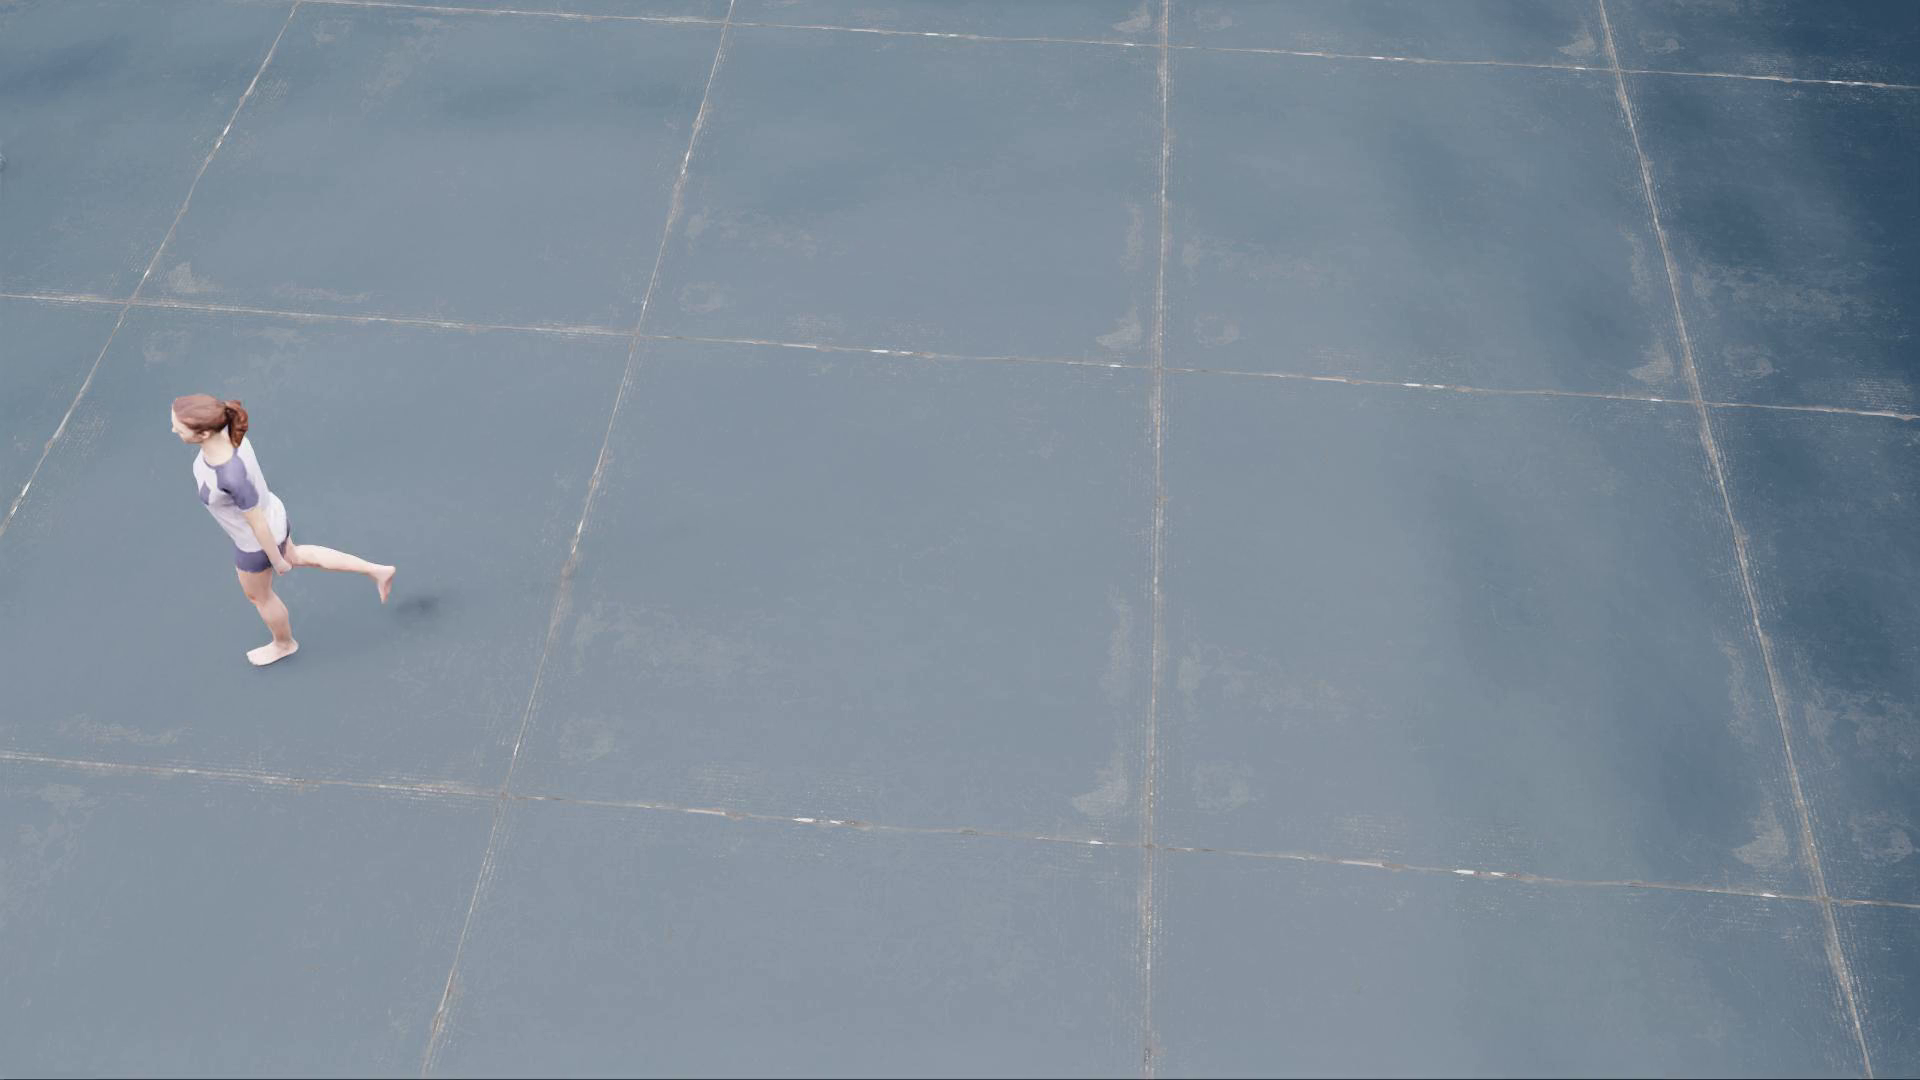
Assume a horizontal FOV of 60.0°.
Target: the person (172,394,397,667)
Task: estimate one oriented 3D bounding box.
[{"bbox_3d":[-3.114,-0.077,7.589,1.096,1.747,0.839,-16,54,-12],"label":"person"}]
